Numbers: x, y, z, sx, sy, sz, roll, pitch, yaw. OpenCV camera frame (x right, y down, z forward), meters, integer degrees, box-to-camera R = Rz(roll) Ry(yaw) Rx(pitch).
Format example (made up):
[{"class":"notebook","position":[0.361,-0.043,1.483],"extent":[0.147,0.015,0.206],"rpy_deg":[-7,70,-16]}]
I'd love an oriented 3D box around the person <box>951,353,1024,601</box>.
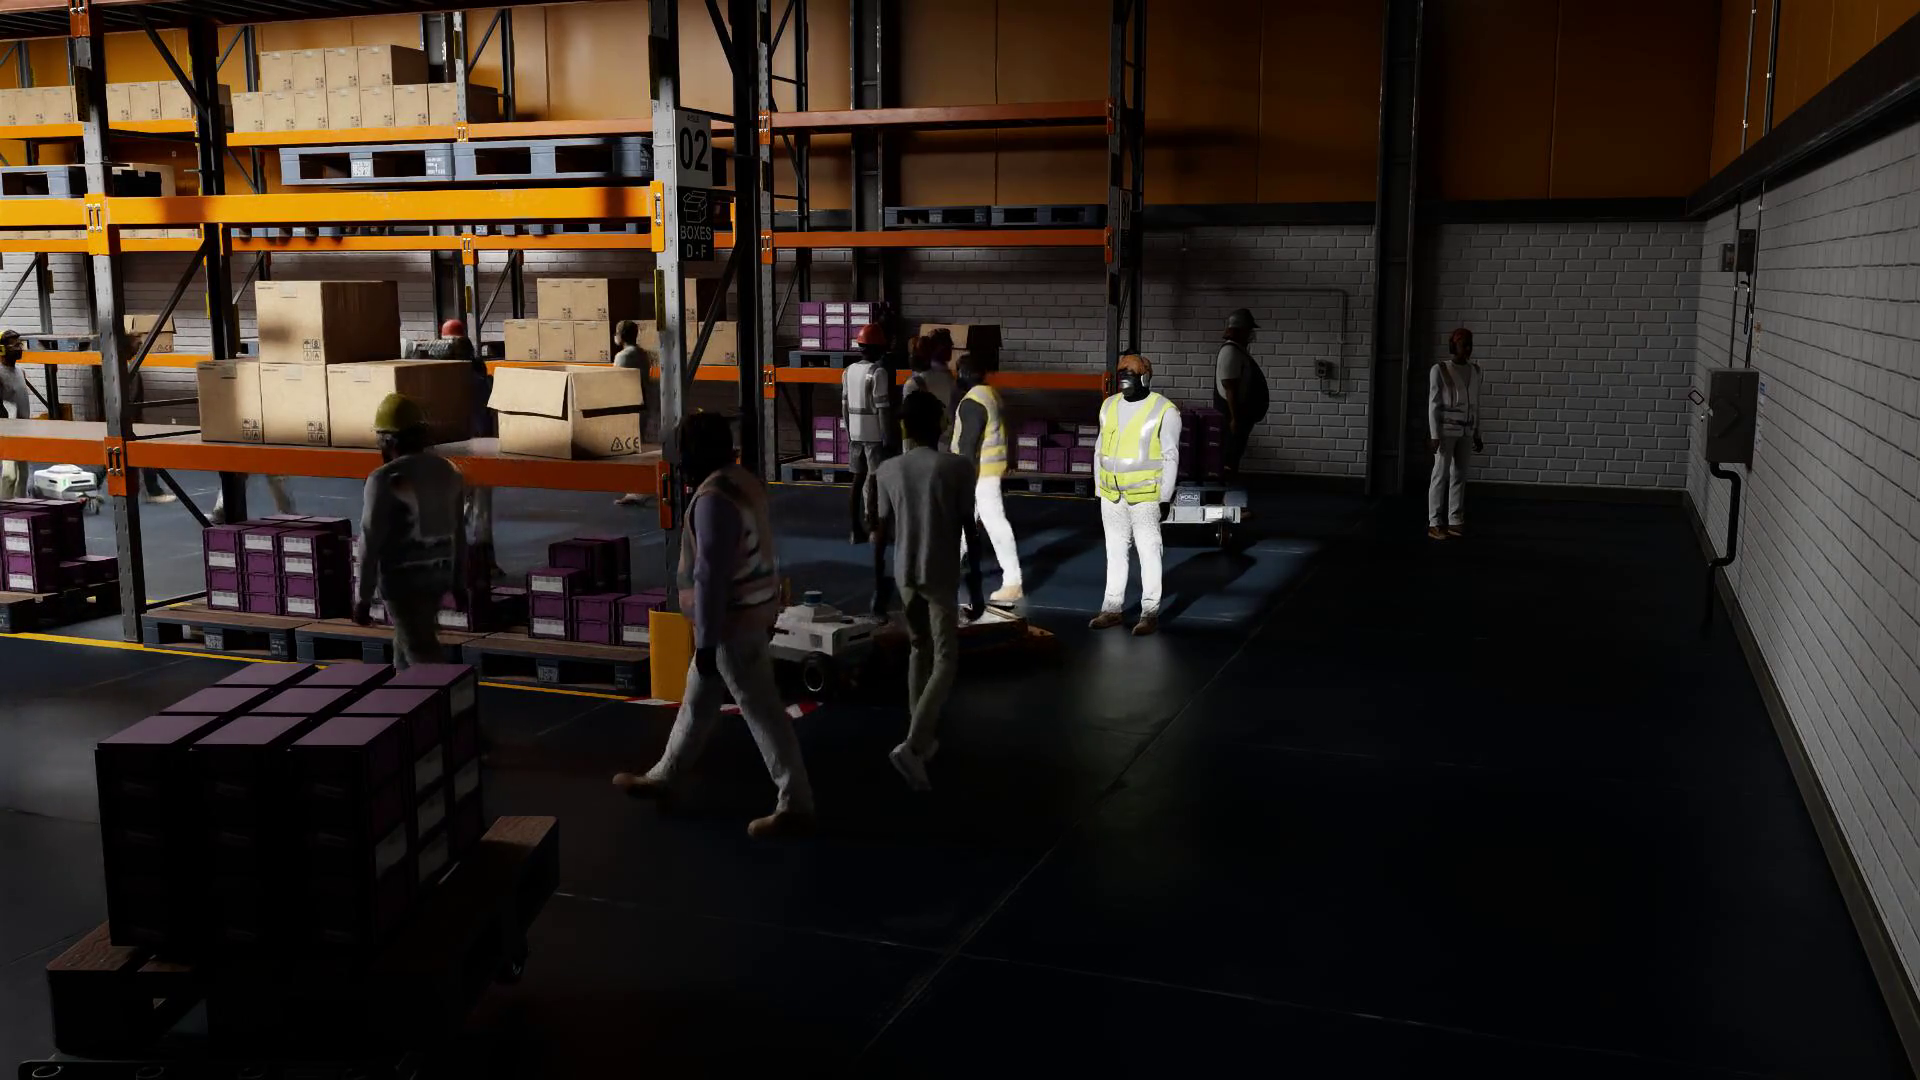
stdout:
[{"class":"person","position":[0.094,-0.468,12.241],"extent":[0.879,1.783,0.687],"rpy_deg":[2,9,11]}]

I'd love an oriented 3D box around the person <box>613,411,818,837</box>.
[{"class":"person","position":[-1.066,0.351,7.074],"extent":[1.015,1.773,0.670],"rpy_deg":[0,9,2]}]

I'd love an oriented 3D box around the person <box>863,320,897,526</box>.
[{"class":"person","position":[-0.753,-1.101,15.691],"extent":[0.370,1.941,0.627],"rpy_deg":[-2,9,-14]}]

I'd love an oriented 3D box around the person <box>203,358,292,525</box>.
[{"class":"person","position":[-6.701,-0.912,15.617],"extent":[0.895,1.581,0.502],"rpy_deg":[2,9,10]}]

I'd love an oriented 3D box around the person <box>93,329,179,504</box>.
[{"class":"person","position":[-8.593,-1.253,17.054],"extent":[0.855,1.818,0.518],"rpy_deg":[-5,11,-30]}]

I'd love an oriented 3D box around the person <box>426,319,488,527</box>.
[{"class":"person","position":[-4.811,-1.136,15.910],"extent":[0.608,1.952,1.052],"rpy_deg":[-1,9,-5]}]

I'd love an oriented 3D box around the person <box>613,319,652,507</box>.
[{"class":"person","position":[-3.301,-1.264,16.766],"extent":[0.483,1.920,0.646],"rpy_deg":[2,9,13]}]

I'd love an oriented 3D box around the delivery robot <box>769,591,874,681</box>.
[{"class":"delivery robot","position":[-0.835,0.533,9.467],"extent":[0.707,0.478,0.477],"rpy_deg":[7,12,38]}]

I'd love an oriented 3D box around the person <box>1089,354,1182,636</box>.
[{"class":"person","position":[1.132,-0.298,10.953],"extent":[0.619,1.845,0.430],"rpy_deg":[7,12,38]}]

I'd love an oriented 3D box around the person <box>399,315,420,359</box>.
[{"class":"person","position":[-6.645,-1.727,19.615],"extent":[0.601,1.942,0.394],"rpy_deg":[-3,10,-18]}]

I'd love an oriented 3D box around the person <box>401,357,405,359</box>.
[{"class":"person","position":[-5.837,-1.256,16.998],"extent":[0.403,1.833,0.586],"rpy_deg":[2,9,10]}]

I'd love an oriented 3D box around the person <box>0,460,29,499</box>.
[{"class":"person","position":[-9.490,-1.056,16.148],"extent":[0.971,1.699,0.527],"rpy_deg":[1,9,8]}]

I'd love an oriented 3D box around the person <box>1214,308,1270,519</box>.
[{"class":"person","position":[2.744,-1.236,16.218],"extent":[0.536,2.000,0.672],"rpy_deg":[2,9,10]}]

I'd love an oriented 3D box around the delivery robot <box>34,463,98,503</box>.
[{"class":"delivery robot","position":[-8.830,-0.573,16.415],"extent":[0.707,0.478,0.477],"rpy_deg":[7,12,39]}]

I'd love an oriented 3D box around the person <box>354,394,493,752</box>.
[{"class":"person","position":[-2.624,0.189,8.061],"extent":[0.906,1.795,0.603],"rpy_deg":[4,10,24]}]

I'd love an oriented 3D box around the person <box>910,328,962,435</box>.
[{"class":"person","position":[-0.172,-0.859,14.270],"extent":[0.407,1.910,0.640],"rpy_deg":[-4,10,-26]}]

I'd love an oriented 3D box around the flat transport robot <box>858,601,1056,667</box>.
[{"class":"flat transport robot","position":[-0.183,0.582,10.343],"extent":[1.431,0.197,0.652],"rpy_deg":[-5,10,-28]}]

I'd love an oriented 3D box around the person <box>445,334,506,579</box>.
[{"class":"person","position":[-3.973,-0.664,13.080],"extent":[0.920,1.911,0.642],"rpy_deg":[8,12,40]}]

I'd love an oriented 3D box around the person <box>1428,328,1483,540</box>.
[{"class":"person","position":[4.444,-0.948,14.906],"extent":[0.573,1.883,0.355],"rpy_deg":[-4,10,-26]}]

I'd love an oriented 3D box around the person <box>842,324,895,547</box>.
[{"class":"person","position":[-0.773,-0.907,14.480],"extent":[0.372,1.935,0.551],"rpy_deg":[-9,12,-43]}]

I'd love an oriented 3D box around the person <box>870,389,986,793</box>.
[{"class":"person","position":[-0.184,0.215,7.781],"extent":[0.543,1.831,0.827],"rpy_deg":[4,10,22]}]

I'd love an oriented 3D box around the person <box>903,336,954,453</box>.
[{"class":"person","position":[-0.240,-0.717,13.490],"extent":[0.480,1.868,0.583],"rpy_deg":[7,12,39]}]

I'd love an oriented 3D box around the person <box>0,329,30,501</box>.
[{"class":"person","position":[-8.472,-0.947,14.927],"extent":[0.328,1.876,0.514],"rpy_deg":[0,9,-2]}]
